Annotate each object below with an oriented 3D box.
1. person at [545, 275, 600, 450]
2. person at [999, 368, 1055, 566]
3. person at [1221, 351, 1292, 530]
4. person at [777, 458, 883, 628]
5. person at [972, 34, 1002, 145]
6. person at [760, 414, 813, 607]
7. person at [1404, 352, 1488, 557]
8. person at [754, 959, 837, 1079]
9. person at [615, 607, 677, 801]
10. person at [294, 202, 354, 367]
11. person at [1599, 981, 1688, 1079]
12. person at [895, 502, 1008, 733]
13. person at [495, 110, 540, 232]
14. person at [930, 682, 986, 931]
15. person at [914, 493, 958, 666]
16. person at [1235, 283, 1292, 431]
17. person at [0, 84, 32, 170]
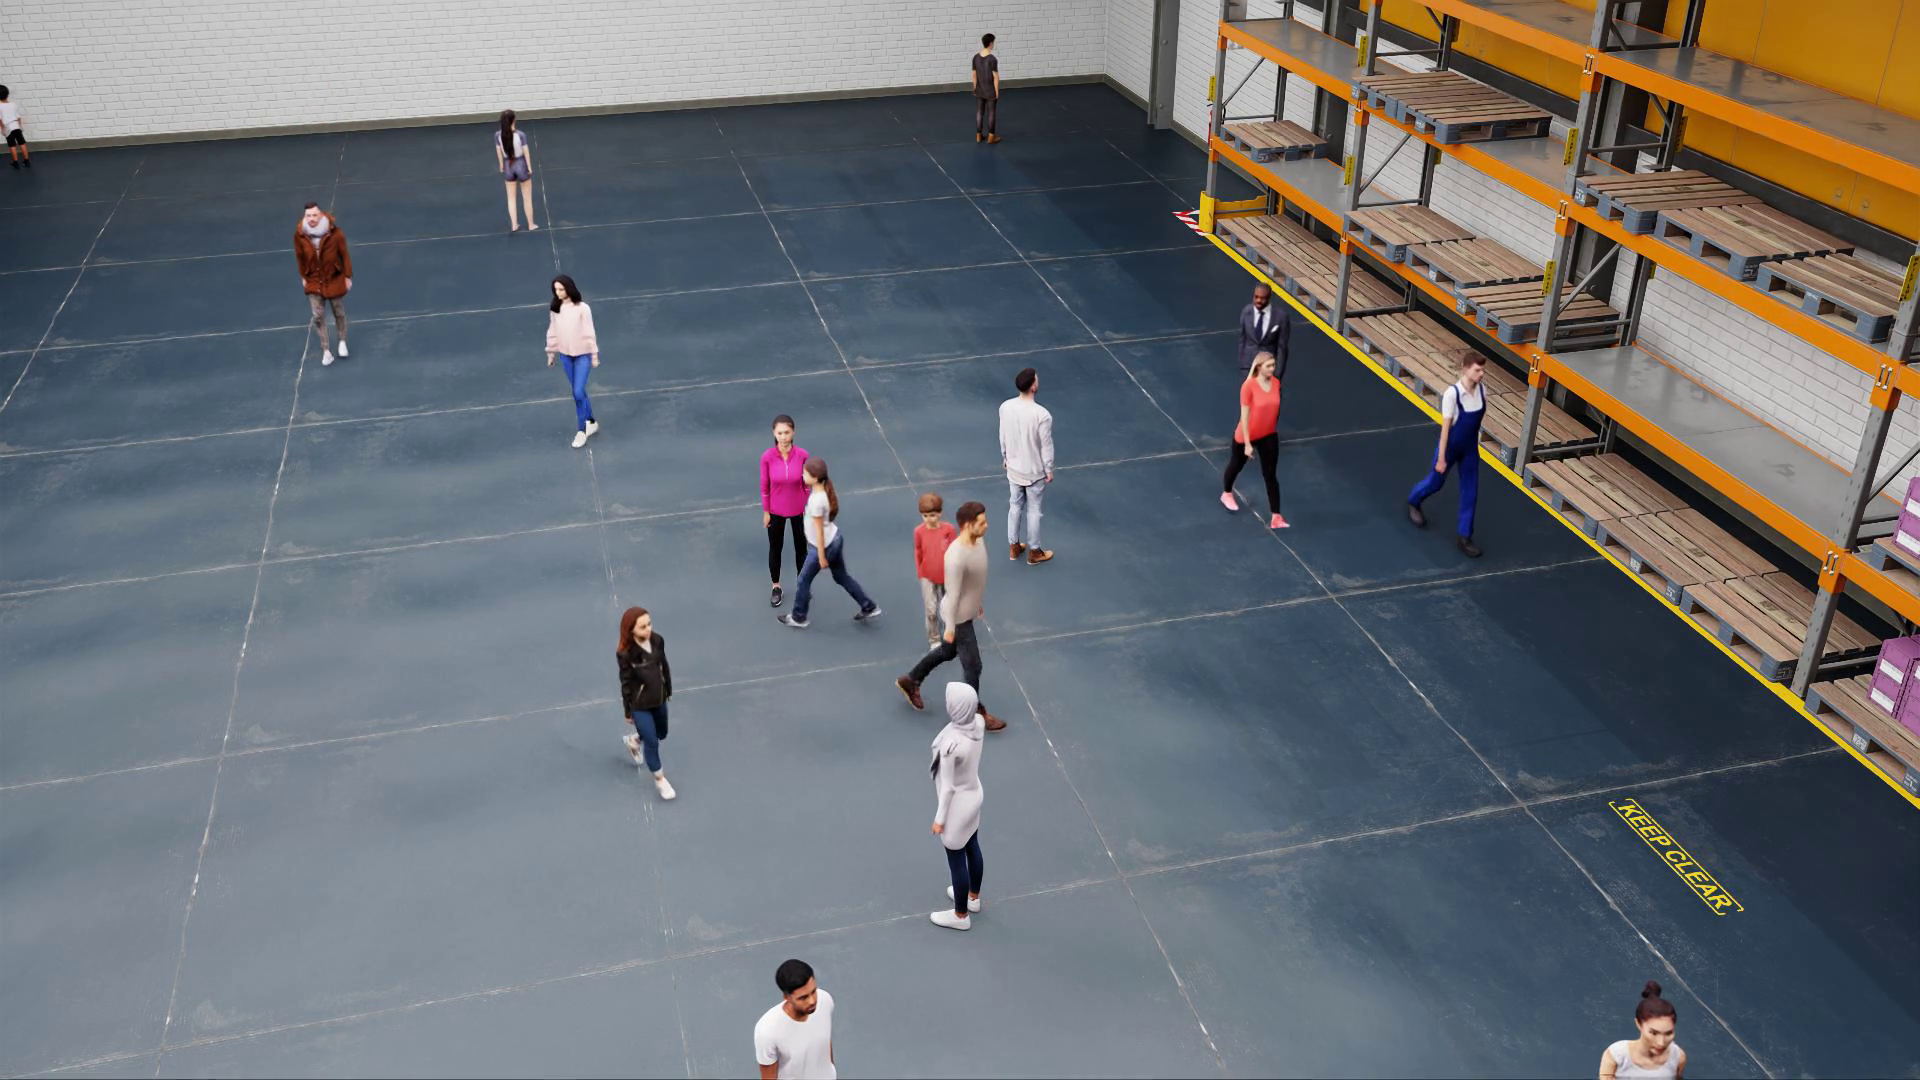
[{"bbox_3d":[-3.818,-1.859,16.763,0.902,1.750,0.970,12,31,20],"label":"person"},{"bbox_3d":[0.585,-0.648,14.447,0.745,1.841,0.825,18,33,29],"label":"person"},{"bbox_3d":[2.628,-0.939,15.195,0.709,1.636,1.183,-12,31,-20],"label":"person"},{"bbox_3d":[-1.019,0.051,13.498,0.897,1.523,1.087,4,29,8],"label":"person"},{"bbox_3d":[0.421,-7.243,26.675,0.698,1.710,0.764,16,33,27],"label":"person"},{"bbox_3d":[-1.444,-0.261,13.886,0.575,1.699,0.567,-6,29,-11],"label":"person"},{"bbox_3d":[4.364,-0.833,14.817,0.775,1.813,1.280,-12,31,-21],"label":"person"},{"bbox_3d":[-0.792,2.764,8.304,0.719,1.735,0.707,23,36,36],"label":"person"},{"bbox_3d":[-2.231,1.098,11.638,0.938,1.468,0.831,22,36,35],"label":"person"},{"bbox_3d":[-7.104,-2.920,18.638,0.711,1.817,0.822,-8,30,-14],"label":"person"},{"bbox_3d":[3.293,2.886,8.217,0.611,1.604,0.616,-1,29,-2],"label":"person"},{"bbox_3d":[-0.079,0.543,12.278,1.134,1.828,1.197,10,30,18],"label":"person"},{"bbox_3d":[-6.060,-5.038,22.696,0.654,1.650,0.619,2,29,4],"label":"person"},{"bbox_3d":[0.009,1.643,10.316,0.741,1.776,0.674,14,32,24],"label":"person"},{"bbox_3d":[-0.167,0.246,13.280,0.656,1.390,0.968,-1,29,-1],"label":"person"},{"bbox_3d":[3.005,-1.703,16.431,1.154,1.795,1.301,11,31,20],"label":"person"},{"bbox_3d":[-14.544,-6.344,25.501,0.607,1.256,0.564,23,36,36],"label":"person"}]
